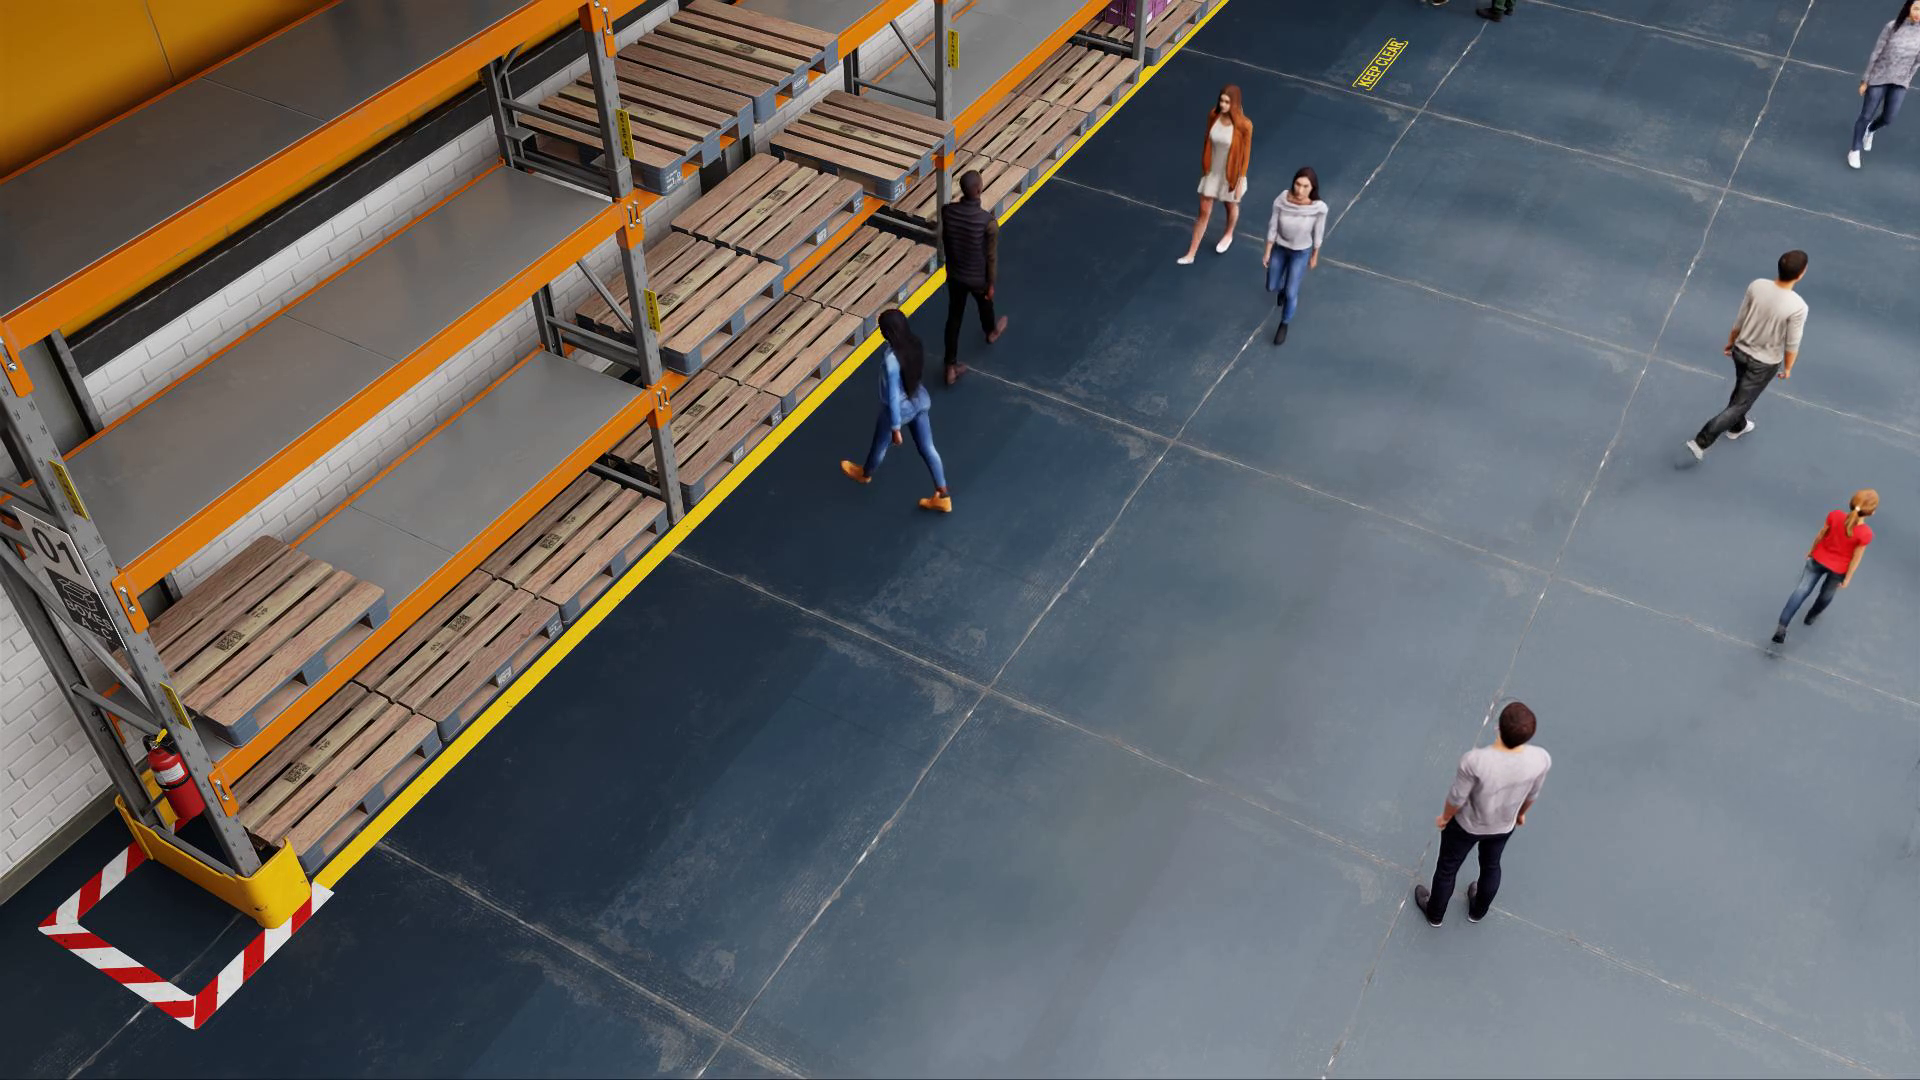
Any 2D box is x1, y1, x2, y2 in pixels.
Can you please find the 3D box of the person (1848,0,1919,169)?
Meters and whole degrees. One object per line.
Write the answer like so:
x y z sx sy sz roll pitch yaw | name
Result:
8.709 -4.362 15.641 0.714 1.719 0.771 9 44 10 | person

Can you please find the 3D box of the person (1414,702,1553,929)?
2.943 1.558 9.336 0.738 1.844 0.745 -3 44 -3 | person

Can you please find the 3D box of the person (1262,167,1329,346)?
2.728 -2.388 13.642 0.672 1.618 0.832 16 46 16 | person

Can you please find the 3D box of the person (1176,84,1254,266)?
2.344 -3.226 14.472 0.694 1.685 1.033 26 49 25 | person

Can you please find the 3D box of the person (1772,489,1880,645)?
5.809 0.189 11.176 0.924 1.288 0.646 -33 53 -30 | person

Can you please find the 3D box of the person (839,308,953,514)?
-0.300 -0.880 12.030 0.721 1.659 1.093 18 46 18 | person

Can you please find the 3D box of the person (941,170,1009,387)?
0.023 -2.029 13.145 0.709 1.784 1.131 22 48 21 | person

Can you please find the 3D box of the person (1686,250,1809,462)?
5.898 -1.345 12.428 1.206 1.782 0.989 -24 48 -23 | person

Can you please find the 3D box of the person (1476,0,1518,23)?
5.952 -6.510 17.764 0.641 1.901 0.807 -30 51 -28 | person
